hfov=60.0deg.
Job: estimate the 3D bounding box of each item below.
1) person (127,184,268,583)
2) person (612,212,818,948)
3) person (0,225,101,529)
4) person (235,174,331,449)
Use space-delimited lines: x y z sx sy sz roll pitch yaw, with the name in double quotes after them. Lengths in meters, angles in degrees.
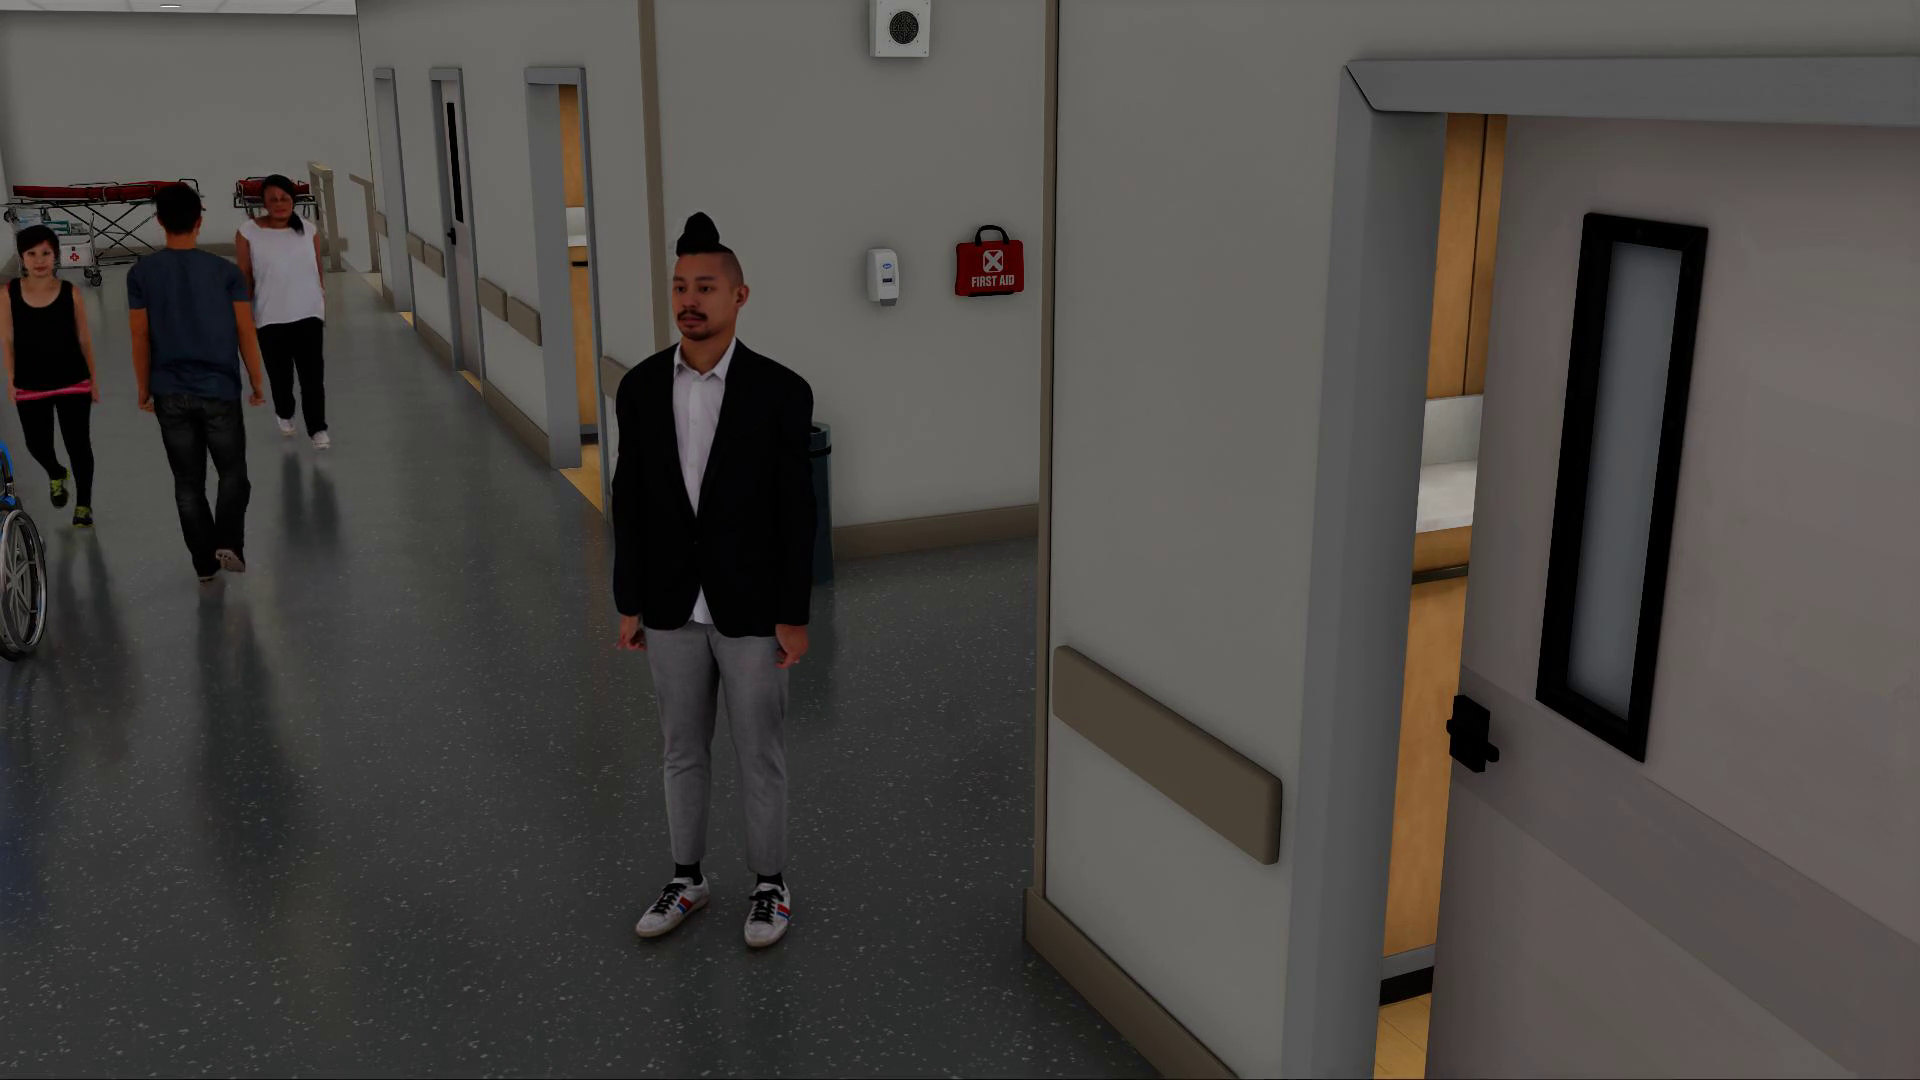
-3.420 -0.652 7.433 0.731 1.790 0.805 -6 17 -21 "person"
-0.641 0.121 4.400 0.797 1.948 0.819 3 16 11 "person"
-4.668 -0.841 8.557 0.578 1.543 0.725 -8 17 -25 "person"
-4.204 -1.412 10.386 0.708 1.650 1.097 -9 18 -28 "person"
